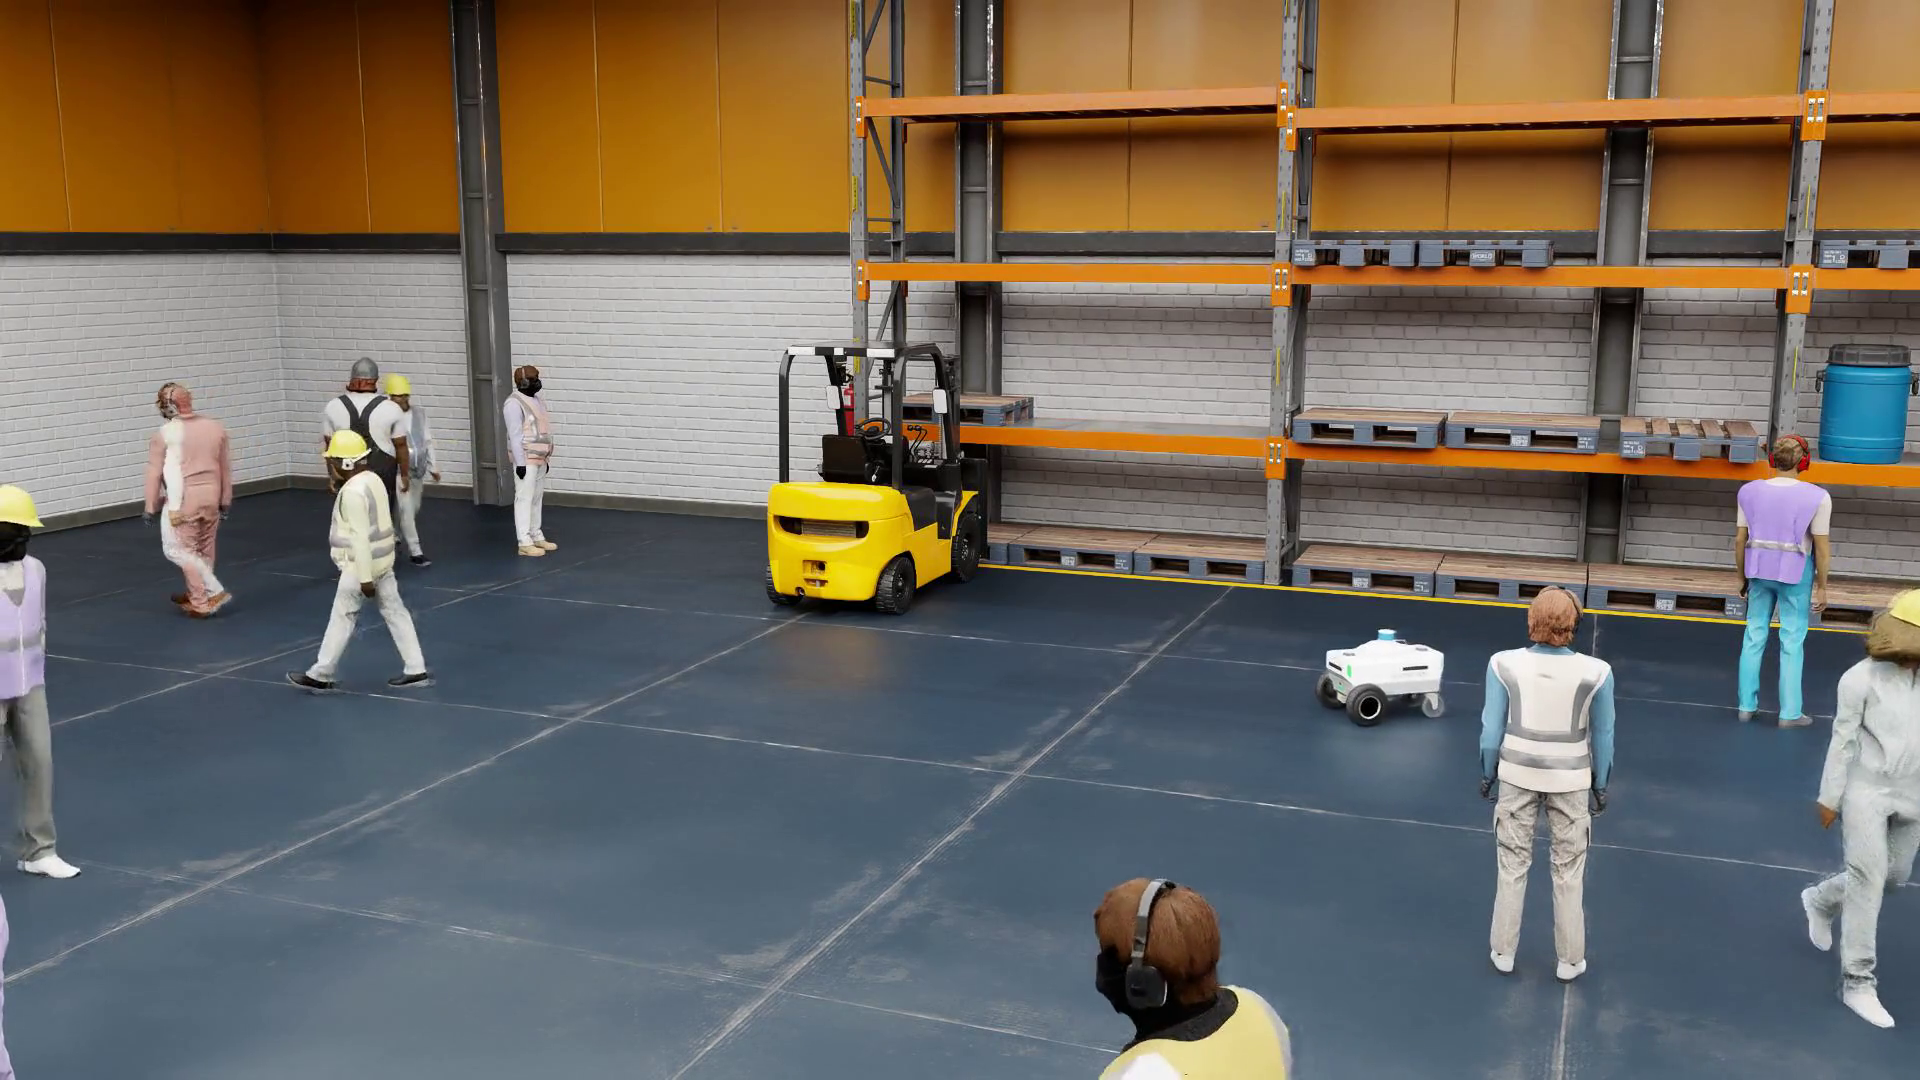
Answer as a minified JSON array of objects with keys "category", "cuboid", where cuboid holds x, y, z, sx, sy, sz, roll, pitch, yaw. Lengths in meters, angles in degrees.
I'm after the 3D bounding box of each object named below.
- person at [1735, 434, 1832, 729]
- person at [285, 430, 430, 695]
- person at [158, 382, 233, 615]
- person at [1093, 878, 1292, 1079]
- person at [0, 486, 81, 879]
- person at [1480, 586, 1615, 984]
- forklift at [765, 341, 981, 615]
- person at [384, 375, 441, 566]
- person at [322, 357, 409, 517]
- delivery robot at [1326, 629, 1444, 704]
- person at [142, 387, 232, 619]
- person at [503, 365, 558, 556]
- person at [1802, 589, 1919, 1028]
[{"category":"person","cuboid":[5.120,0.260,10.400,0.389,1.850,0.567,-9,14,-43]},{"category":"person","cuboid":[-4.056,0.152,11.171,0.933,1.785,0.590,0,10,0]},{"category":"person","cuboid":[-6.209,-0.317,13.458,0.479,1.911,0.655,-1,10,-3]},{"category":"person","cuboid":[0.310,1.541,3.335,0.673,1.821,0.657,6,12,32]},{"category":"person","cuboid":[-4.619,0.676,7.941,0.765,1.897,0.605,4,11,21]},{"category":"person","cuboid":[2.401,1.004,6.843,0.517,1.639,0.313,4,11,22]},{"category":"forklift","cuboid":[-0.739,-0.602,14.246,1.214,2.155,2.313,4,11,21]},{"category":"person","cuboid":[-5.301,-0.681,15.794,0.860,1.802,0.594,8,13,37]},{"category":"person","cuboid":[-5.256,-0.629,14.824,0.700,2.000,0.560,-1,10,-8]},{"category":"delivery robot","cuboid":[2.721,0.817,10.648,0.707,0.478,0.477,-3,11,-15]},{"category":"person","cuboid":[-6.312,-0.305,13.500,0.744,1.881,0.677,6,12,32]},{"category":"person","cuboid":[-4.170,-0.776,16.190,0.429,1.847,0.627,2,10,8]},{"category":"person","cuboid":[3.662,0.997,6.696,0.491,1.706,0.712,-2,10,-13]}]
